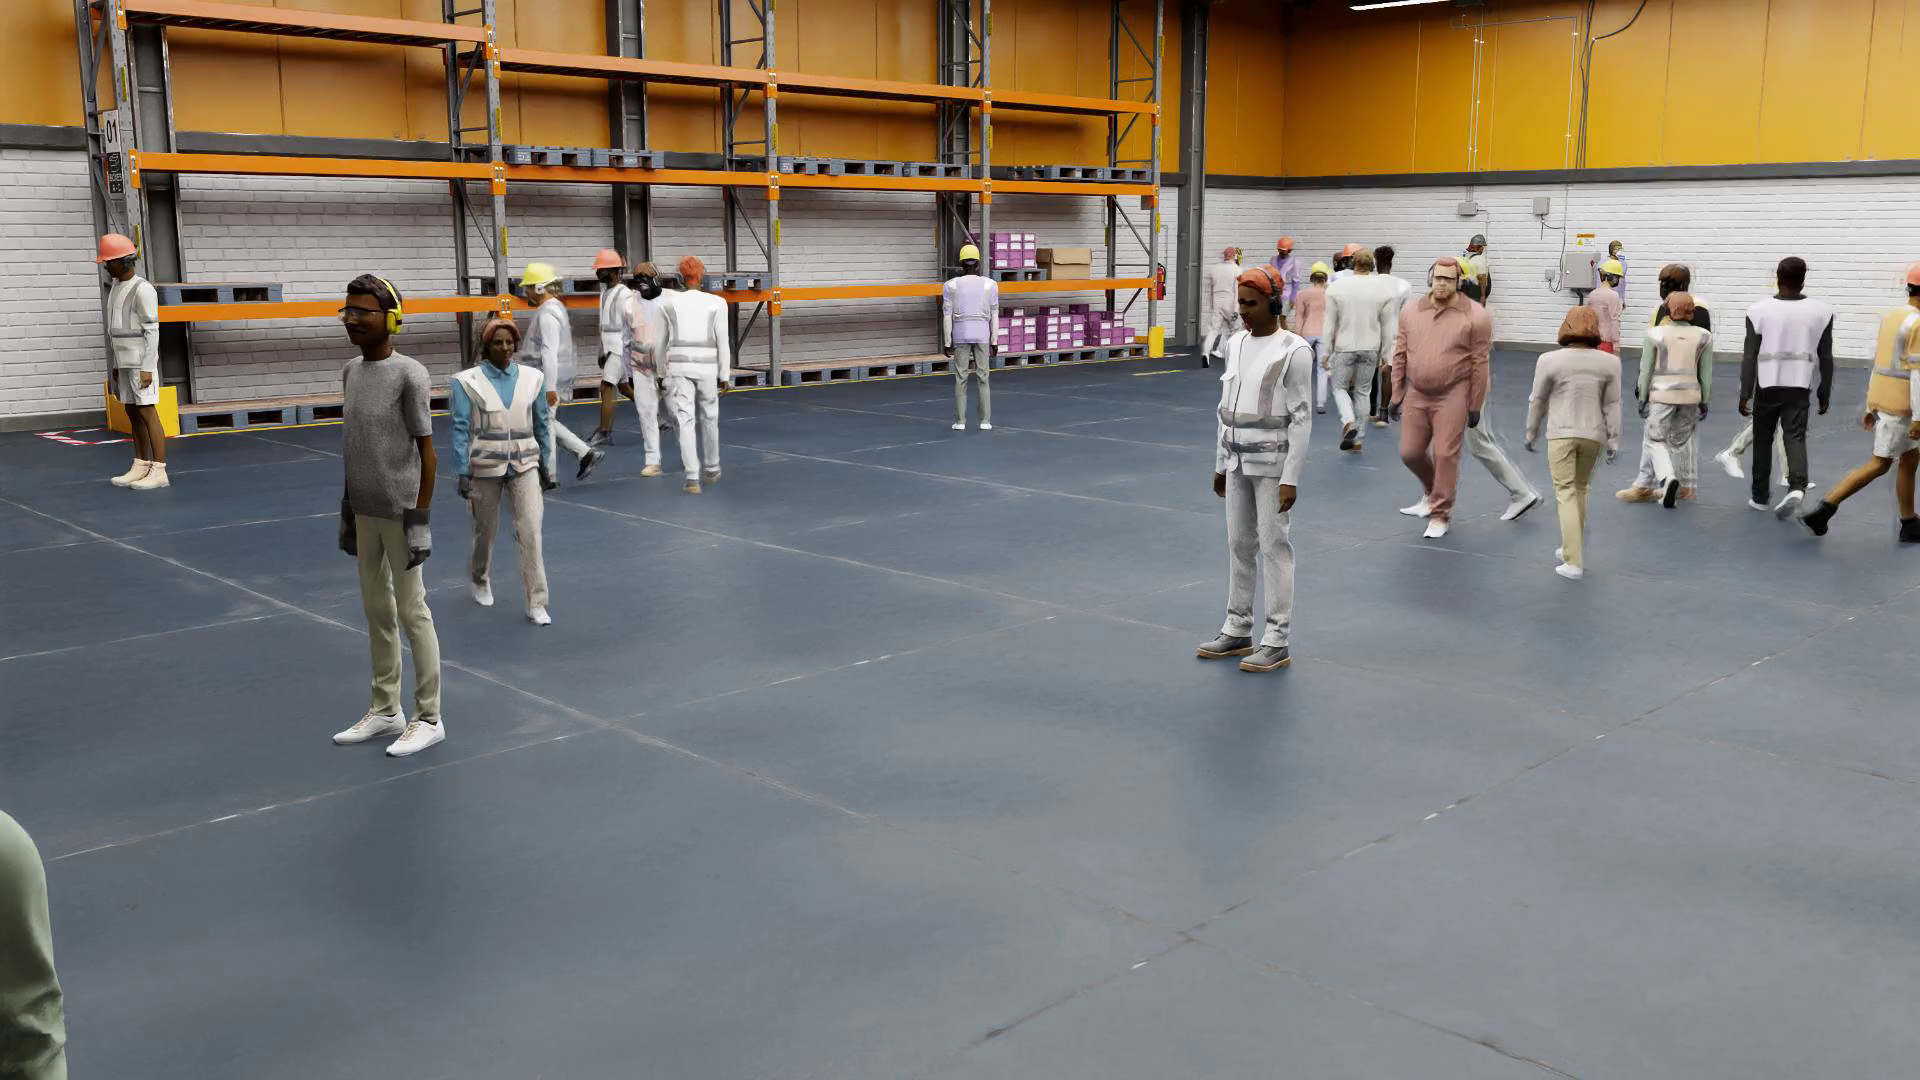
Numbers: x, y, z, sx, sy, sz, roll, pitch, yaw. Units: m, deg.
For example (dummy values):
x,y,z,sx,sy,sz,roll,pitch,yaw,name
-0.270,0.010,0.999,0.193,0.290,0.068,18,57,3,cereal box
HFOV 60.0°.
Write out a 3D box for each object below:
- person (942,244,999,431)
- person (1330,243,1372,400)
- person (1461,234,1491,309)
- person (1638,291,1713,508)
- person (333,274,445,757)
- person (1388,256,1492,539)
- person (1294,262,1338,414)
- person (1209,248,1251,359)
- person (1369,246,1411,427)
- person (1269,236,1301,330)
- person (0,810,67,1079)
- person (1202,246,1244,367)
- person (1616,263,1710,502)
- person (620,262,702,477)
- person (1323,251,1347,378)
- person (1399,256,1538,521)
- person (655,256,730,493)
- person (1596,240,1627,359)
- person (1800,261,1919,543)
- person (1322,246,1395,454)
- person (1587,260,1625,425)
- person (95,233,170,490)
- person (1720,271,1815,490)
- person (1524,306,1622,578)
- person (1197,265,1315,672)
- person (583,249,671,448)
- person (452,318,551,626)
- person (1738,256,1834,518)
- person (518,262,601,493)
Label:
x,y,z,sx,sy,sz,roll,pitch,yaw,name
0.109,-2.087,17.240,0.587,1.926,0.368,-1,10,-4,person
4.800,-2.701,20.597,0.580,1.917,0.607,0,10,-3,person
8.993,-4.302,29.002,0.536,2.000,0.688,-4,11,-19,person
5.252,-1.007,12.183,0.517,1.623,0.616,1,10,4,person
-2.259,-0.092,6.514,0.514,1.872,0.328,7,12,32,person
3.256,-0.972,11.262,0.654,1.887,0.566,8,13,37,person
4.107,-2.331,19.177,0.533,1.704,0.929,1,10,7,person
4.536,-3.872,27.276,0.992,1.819,0.503,-9,14,-40,person
4.510,-2.187,17.842,0.631,1.898,1.018,1,10,8,person
5.410,-4.127,28.158,0.494,1.996,0.707,-10,14,-44,person
-1.348,0.844,2.051,0.498,1.634,0.280,0,10,1,person
4.044,-3.578,25.569,0.644,1.860,0.952,8,13,39,person
5.298,-1.178,12.605,0.782,1.803,0.688,0,10,0,person
-2.534,-1.456,14.136,0.644,1.812,0.655,1,10,6,person
5.282,-3.132,23.257,0.632,1.812,0.861,-3,11,-15,person
3.671,-1.069,11.813,0.890,1.888,0.587,2,11,10,person
-2.141,-1.334,13.340,0.604,1.842,0.931,-1,10,-6,person
10.662,-3.924,27.222,0.630,1.940,0.372,-6,12,-28,person
6.028,-0.890,10.846,0.909,1.893,0.573,2,11,9,person
3.665,-1.732,15.312,0.644,1.919,0.513,1,10,5,person
6.922,-2.117,17.861,0.328,1.760,0.524,-2,11,-13,person
-6.625,-1.416,13.288,0.605,2.034,0.394,9,14,39,person
6.647,-1.367,13.592,0.502,1.828,0.937,-5,12,-26,person
3.665,-0.603,10.033,0.501,1.600,0.735,0,10,-1,person
1.388,-0.333,7.779,0.356,1.887,0.573,-6,12,-31,person
-3.242,-1.849,16.037,0.946,1.902,0.556,-7,12,-33,person
-2.446,-0.385,8.857,0.533,1.601,0.851,-6,12,-29,person
5.961,-1.096,11.987,0.622,1.882,0.886,2,11,13,person
-3.187,-1.275,13.125,0.543,1.813,0.637,-2,11,-9,person
